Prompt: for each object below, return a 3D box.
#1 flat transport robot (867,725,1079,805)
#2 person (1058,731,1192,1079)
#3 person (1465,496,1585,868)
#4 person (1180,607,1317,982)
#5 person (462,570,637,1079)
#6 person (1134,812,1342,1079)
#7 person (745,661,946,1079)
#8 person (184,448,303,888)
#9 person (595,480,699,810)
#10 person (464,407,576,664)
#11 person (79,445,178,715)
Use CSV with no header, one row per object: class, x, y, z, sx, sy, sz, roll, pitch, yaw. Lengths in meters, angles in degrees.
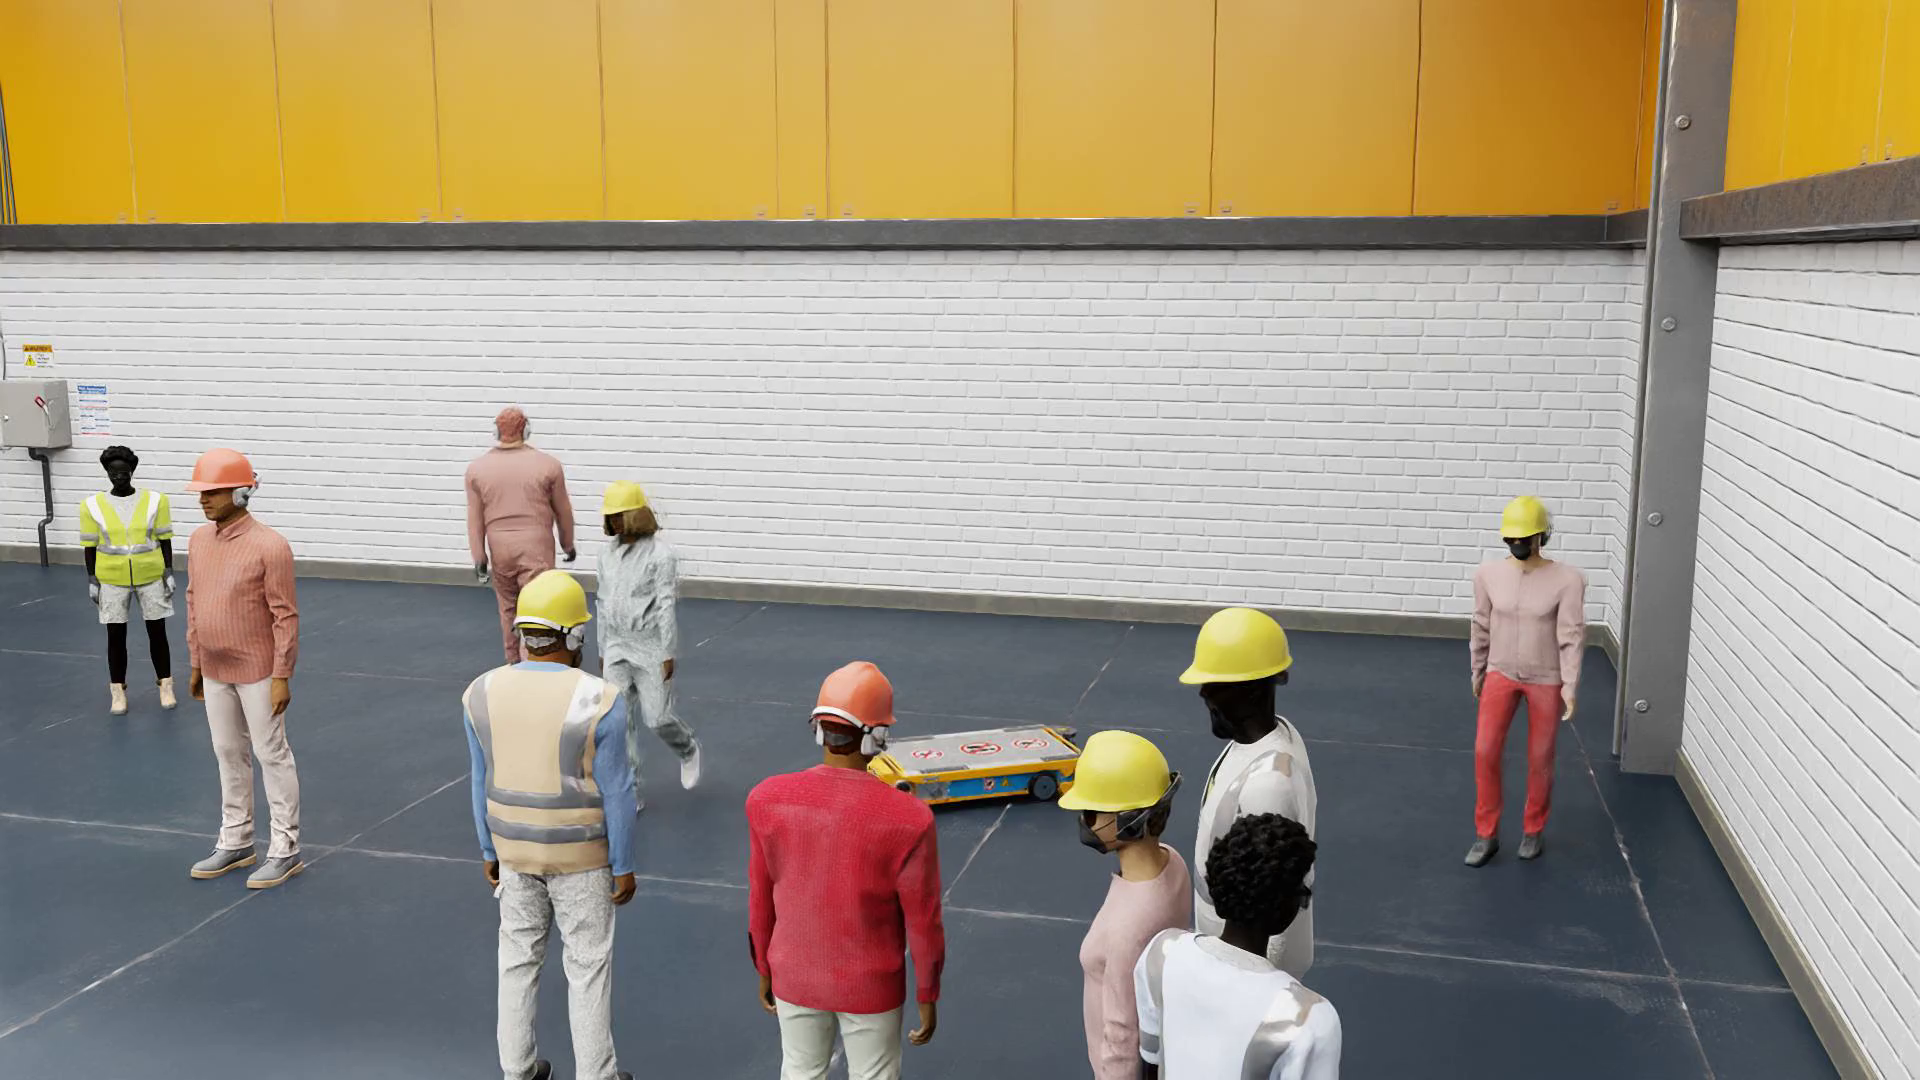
flat transport robot,0.036,1.210,8.851,1.431,0.197,0.652,-3,10,-18
person,0.398,1.305,3.929,0.342,1.761,0.525,3,10,16
person,2.601,0.666,7.710,0.542,1.742,0.652,6,11,31
person,0.765,1.123,4.503,0.370,1.924,0.586,1,10,6
person,-1.330,1.008,5.495,0.590,1.824,0.404,3,10,16
person,0.587,1.404,3.557,0.319,1.686,0.539,-8,13,-40
person,-0.309,1.195,4.635,0.576,1.737,0.354,3,10,16
person,-3.260,0.574,7.529,0.612,1.995,0.382,4,10,23
person,-1.623,0.541,8.483,0.499,1.727,0.574,5,11,25
person,-2.884,0.052,10.993,0.644,1.866,0.864,0,10,0
person,-5.173,0.244,10.373,0.529,1.690,0.319,-5,11,-27
